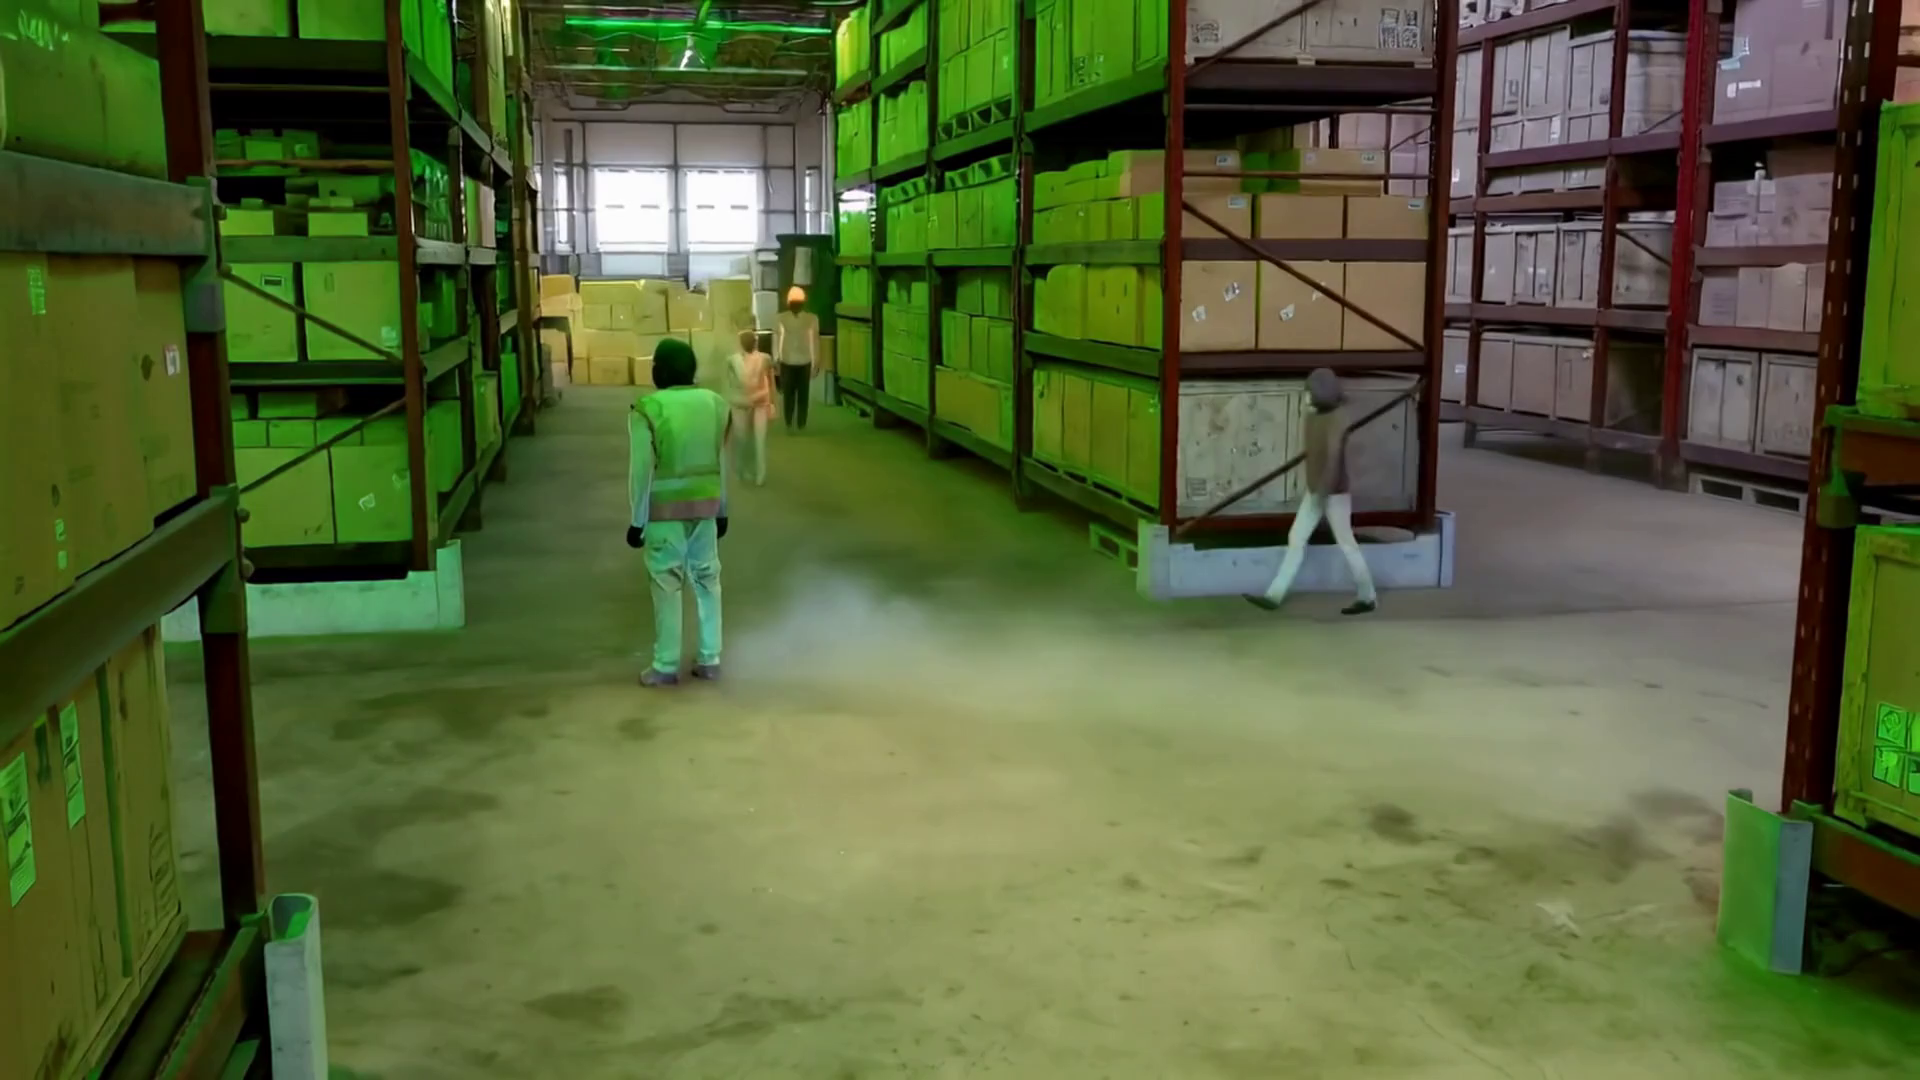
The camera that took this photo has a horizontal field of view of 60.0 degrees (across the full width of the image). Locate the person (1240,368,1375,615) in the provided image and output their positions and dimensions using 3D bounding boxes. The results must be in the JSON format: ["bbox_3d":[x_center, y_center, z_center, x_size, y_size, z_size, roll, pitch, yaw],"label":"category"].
[{"bbox_3d":[2.269,-0.293,10.552,0.881,1.583,0.518,-2,10,-12],"label":"person"}]

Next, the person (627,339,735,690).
[{"bbox_3d":[-1.493,-0.137,8.810,0.633,1.846,0.429,-8,13,-42],"label":"person"}]

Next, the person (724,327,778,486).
[{"bbox_3d":[-2.124,-1.367,16.976,0.548,1.615,0.484,0,9,1],"label":"person"}]

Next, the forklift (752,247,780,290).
[{"bbox_3d":[-5.819,-7.508,50.585,1.129,2.768,1.873,-3,10,-18],"label":"forklift"}]

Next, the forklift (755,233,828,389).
[{"bbox_3d":[-2.861,-4.159,30.173,1.129,2.768,1.873,6,11,32],"label":"forklift"}]

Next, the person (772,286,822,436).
[{"bbox_3d":[-2.125,-2.329,21.784,0.654,1.964,0.836,-1,9,-8],"label":"person"}]

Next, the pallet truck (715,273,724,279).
[{"bbox_3d":[-8.580,-8.986,62.280,1.885,1.965,0.823,1,9,5],"label":"pallet truck"}]

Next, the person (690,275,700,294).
[{"bbox_3d":[-10.265,-9.201,63.856,0.882,1.905,0.578,1,9,9],"label":"person"}]
